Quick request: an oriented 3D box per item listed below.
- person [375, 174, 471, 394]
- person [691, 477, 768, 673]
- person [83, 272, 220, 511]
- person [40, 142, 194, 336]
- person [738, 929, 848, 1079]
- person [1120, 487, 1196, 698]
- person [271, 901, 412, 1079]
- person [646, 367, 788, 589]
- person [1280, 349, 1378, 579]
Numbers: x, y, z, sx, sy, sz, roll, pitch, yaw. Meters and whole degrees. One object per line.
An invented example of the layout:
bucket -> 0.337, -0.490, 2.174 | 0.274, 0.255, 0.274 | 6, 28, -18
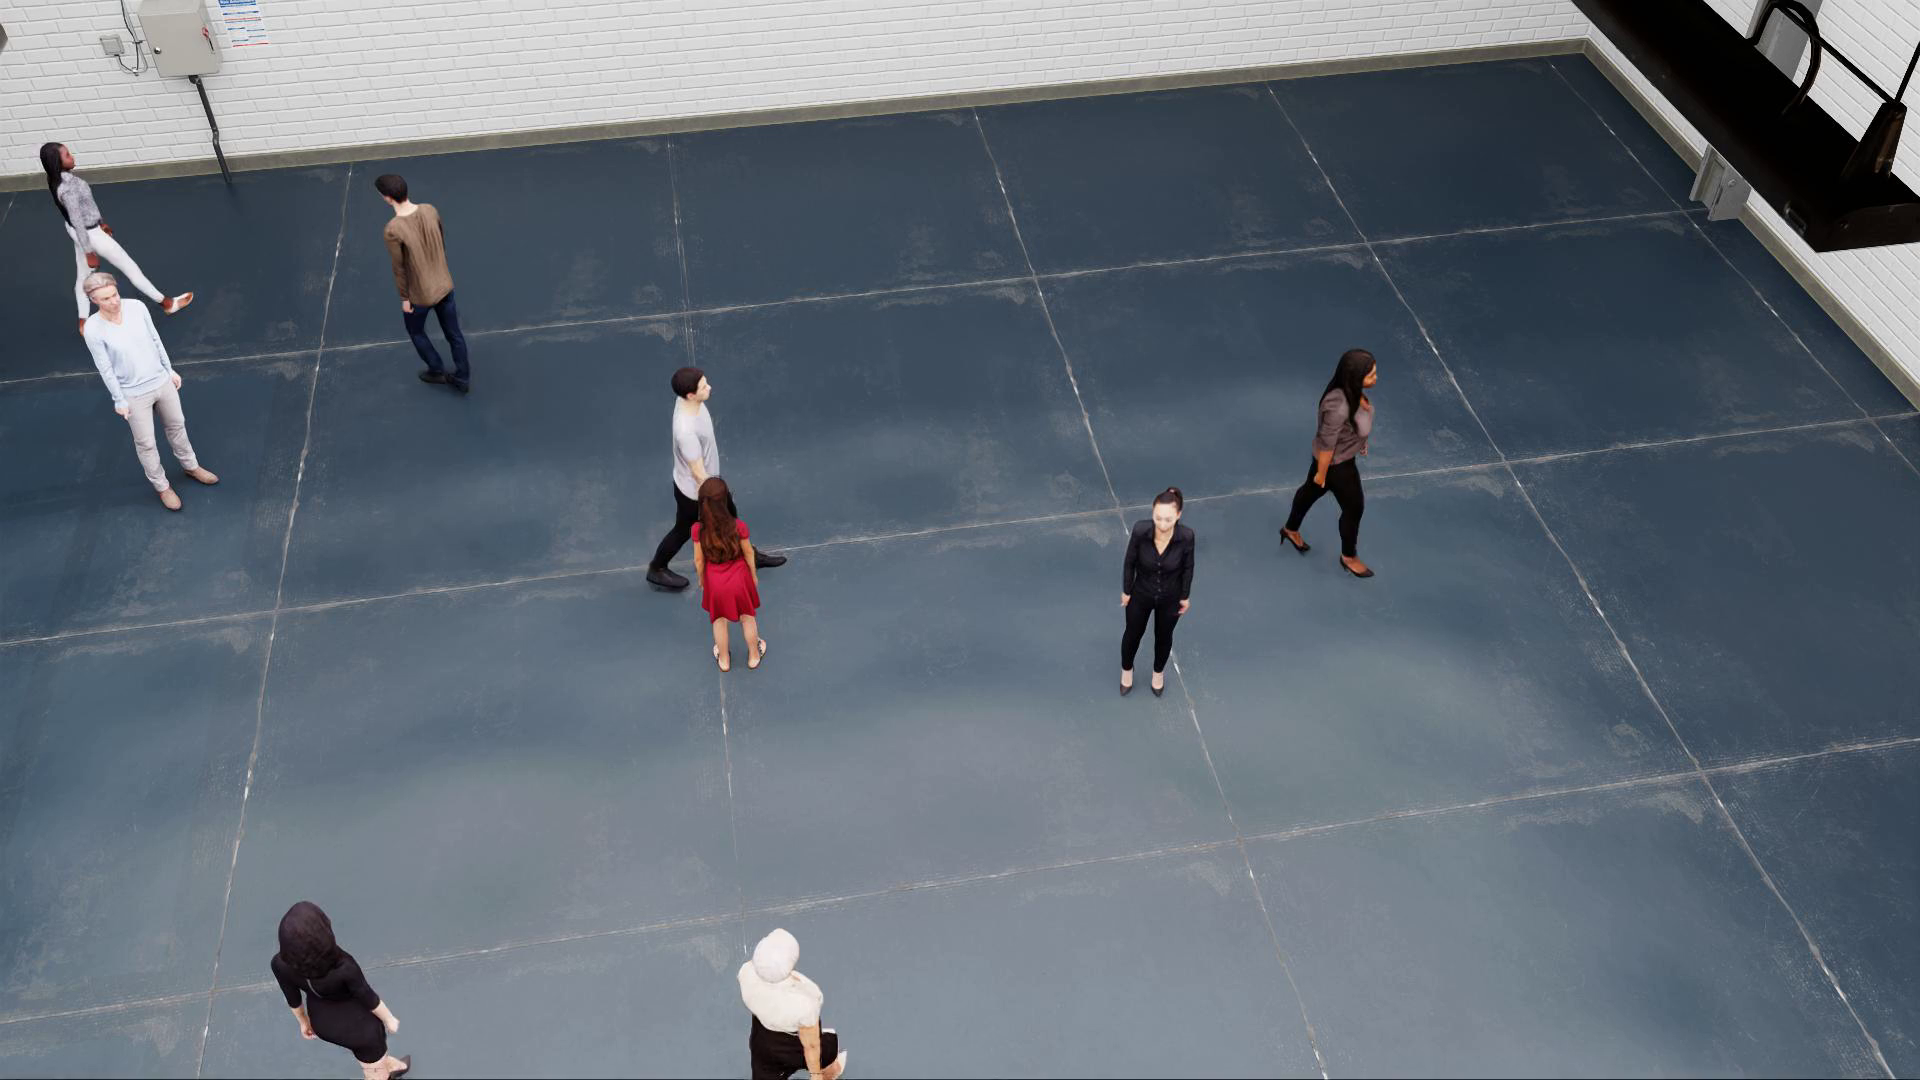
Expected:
person -> -3.968, -1.880, 12.562 | 0.903, 1.857, 0.842 | 26, 49, 25
person -> -1.481, 0.235, 10.561 | 0.547, 1.555, 0.607 | -4, 44, -4
person -> -5.751, -1.080, 11.696 | 0.810, 1.894, 0.742 | 24, 49, 23
person -> -6.973, -2.345, 13.185 | 0.944, 1.671, 1.160 | -22, 48, -21
person -> -0.892, 2.519, 8.052 | 1.061, 1.709, 1.187 | 20, 47, 20
person -> 1.212, 0.350, 10.328 | 0.629, 1.711, 0.586 | 6, 44, 6
person -> -3.011, 2.437, 8.087 | 0.897, 1.780, 1.160 | 9, 44, 9
person -> -1.839, -0.364, 11.000 | 0.865, 1.818, 1.188 | 0, 44, 0
person -> 2.417, -0.554, 11.199 | 0.954, 1.818, 0.983 | 10, 45, 11
